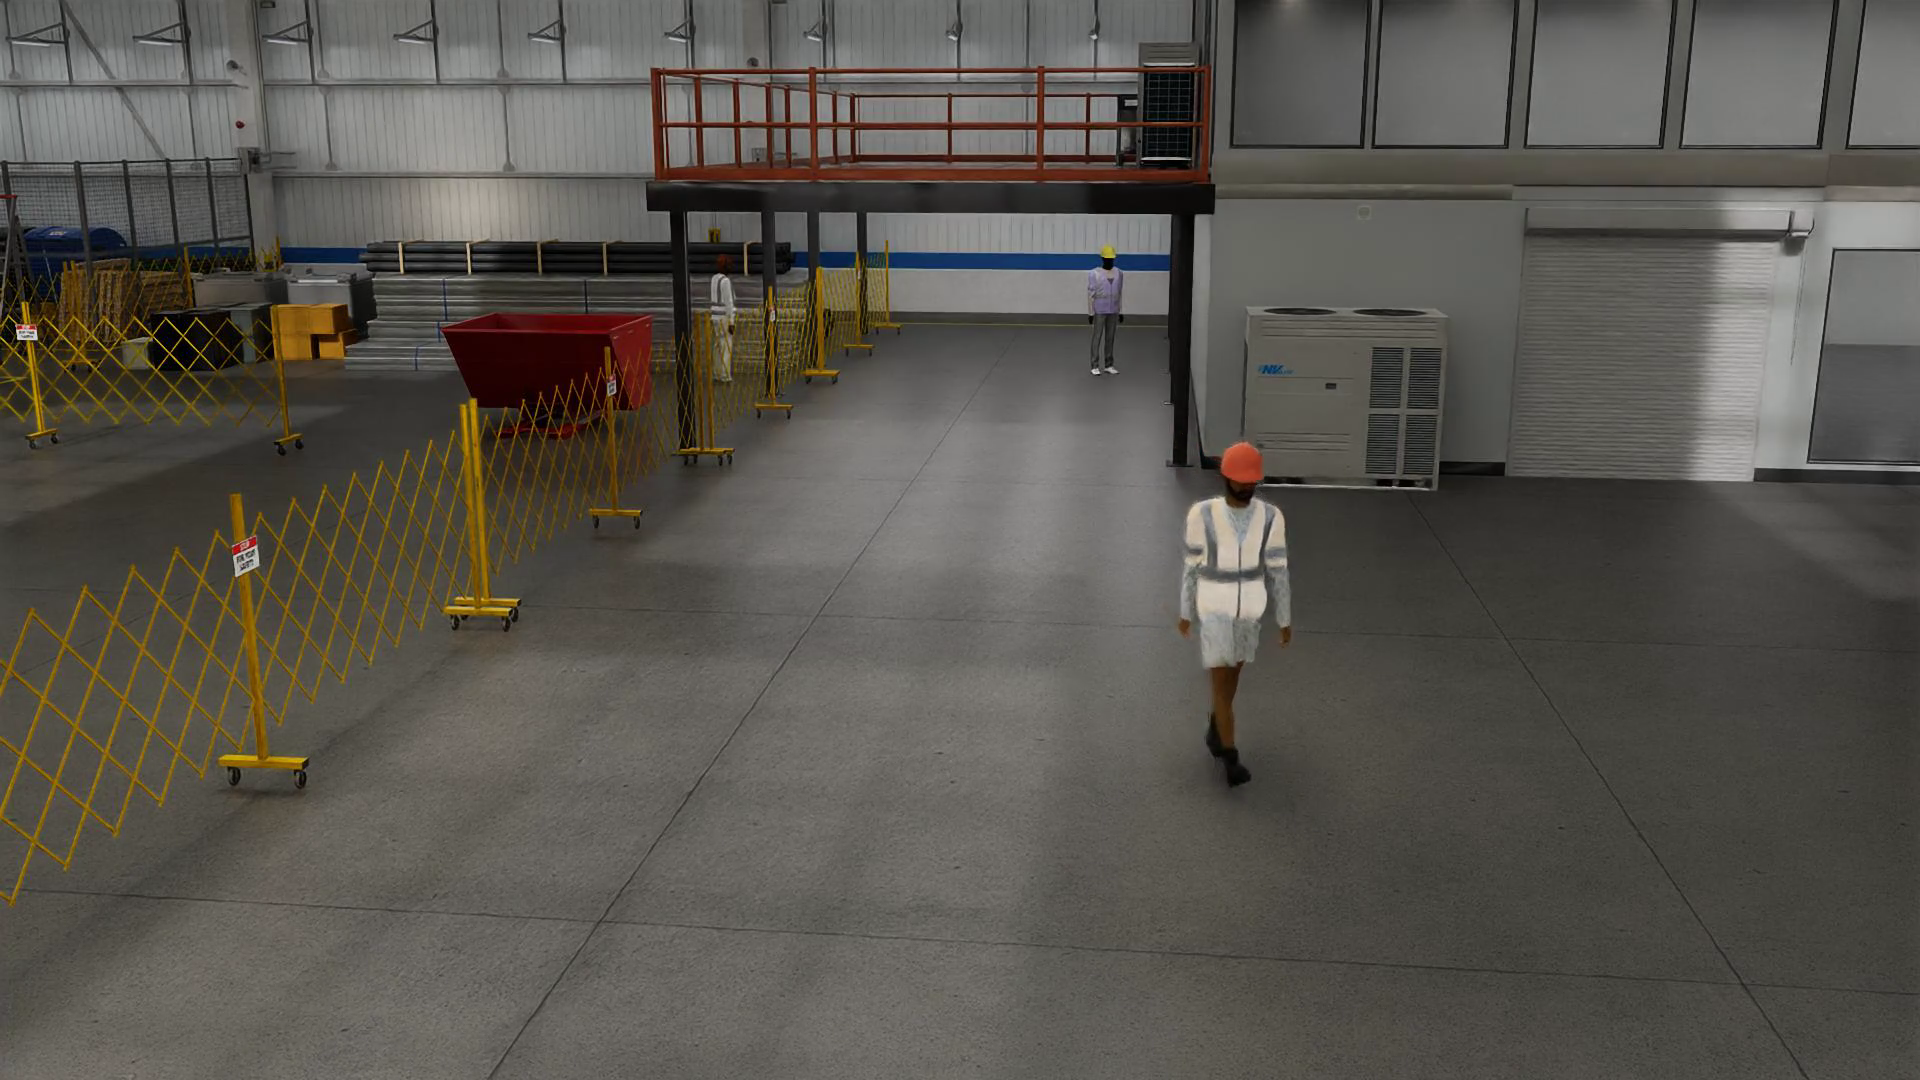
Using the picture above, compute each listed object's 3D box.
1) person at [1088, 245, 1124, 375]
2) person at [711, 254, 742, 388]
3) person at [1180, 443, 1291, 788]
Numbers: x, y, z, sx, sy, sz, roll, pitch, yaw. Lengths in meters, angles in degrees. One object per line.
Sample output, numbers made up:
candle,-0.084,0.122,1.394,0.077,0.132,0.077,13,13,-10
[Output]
person,2.181,-3.416,24.742,0.594,1.924,0.381,-7,15,-25
person,-3.341,-3.103,23.552,0.339,1.882,0.581,-7,16,-27
person,1.547,0.402,9.216,0.573,1.881,0.994,-2,14,-7
